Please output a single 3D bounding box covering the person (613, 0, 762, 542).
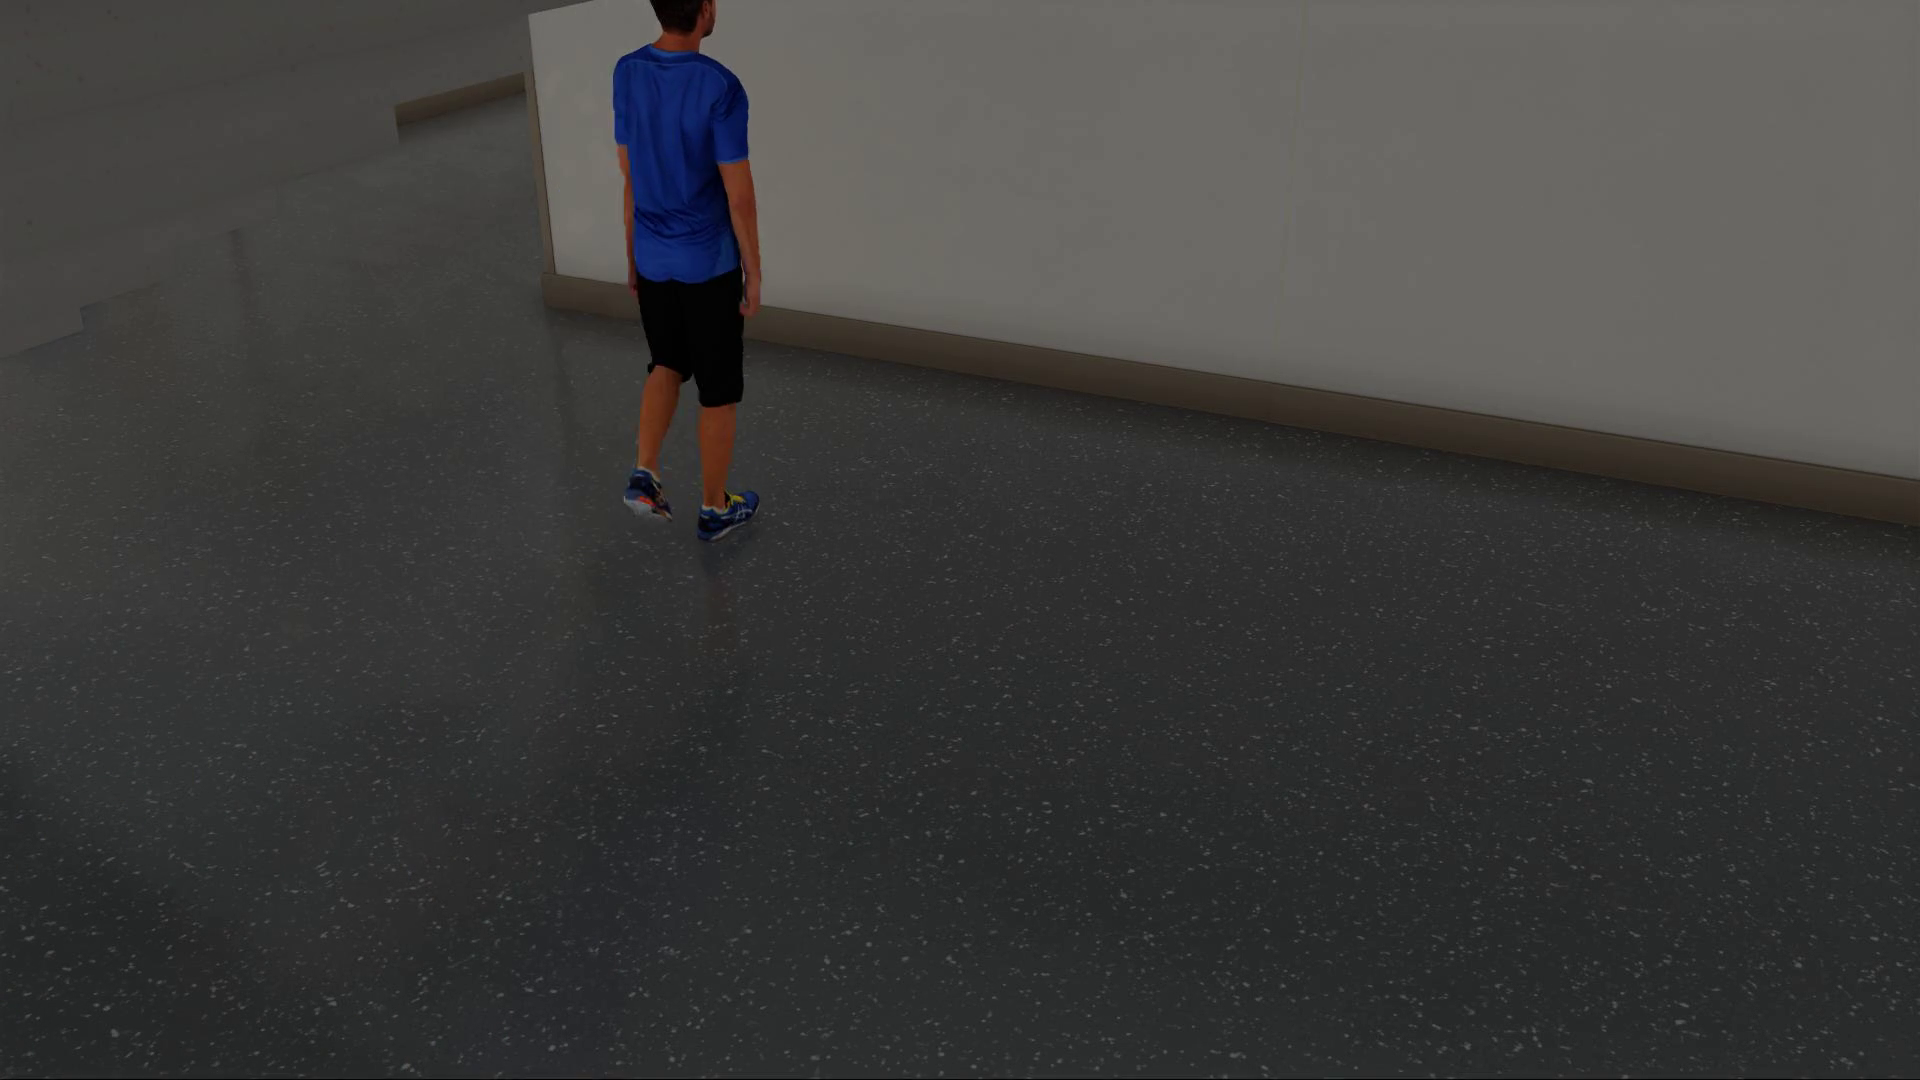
[{"bbox_3d":[-0.900,-0.825,5.161,0.733,1.854,0.690,11,28,21],"label":"person"}]
